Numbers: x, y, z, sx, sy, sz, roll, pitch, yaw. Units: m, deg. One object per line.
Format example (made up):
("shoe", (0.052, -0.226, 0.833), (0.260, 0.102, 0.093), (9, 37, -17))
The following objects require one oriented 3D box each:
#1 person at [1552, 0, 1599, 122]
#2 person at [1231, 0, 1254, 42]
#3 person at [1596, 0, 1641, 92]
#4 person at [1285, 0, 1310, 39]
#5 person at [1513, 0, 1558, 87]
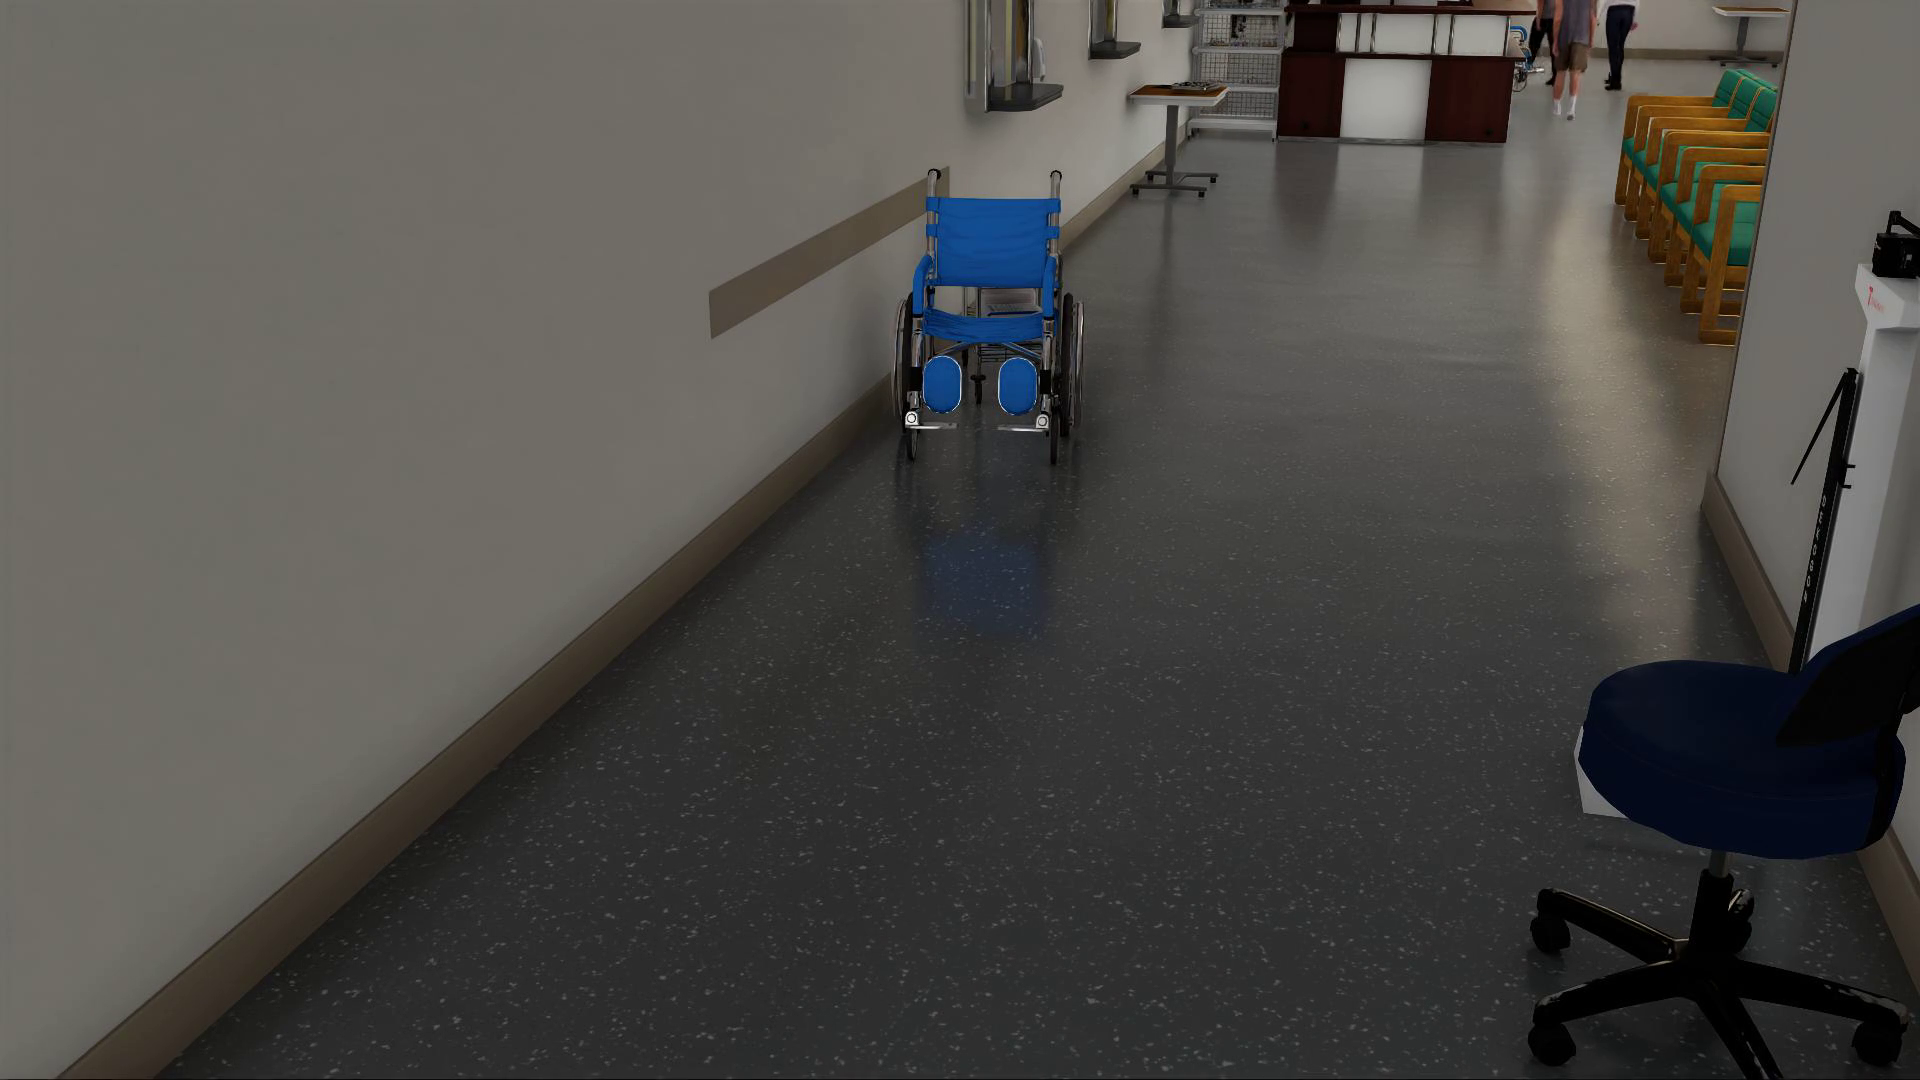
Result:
("person", (6.942, -5.625, 18.836), (1.126, 1.806, 0.732), (6, 22, 16))
("person", (4.947, -9.786, 29.680), (0.787, 1.737, 0.720), (-12, 24, -30))
("person", (8.596, -6.769, 21.554), (0.970, 1.850, 0.903), (-3, 21, -9))
("person", (5.972, -9.698, 29.372), (0.928, 1.791, 0.859), (13, 25, 31))
("person", (7.863, -6.901, 22.093), (1.065, 1.716, 1.089), (-8, 22, -20))
